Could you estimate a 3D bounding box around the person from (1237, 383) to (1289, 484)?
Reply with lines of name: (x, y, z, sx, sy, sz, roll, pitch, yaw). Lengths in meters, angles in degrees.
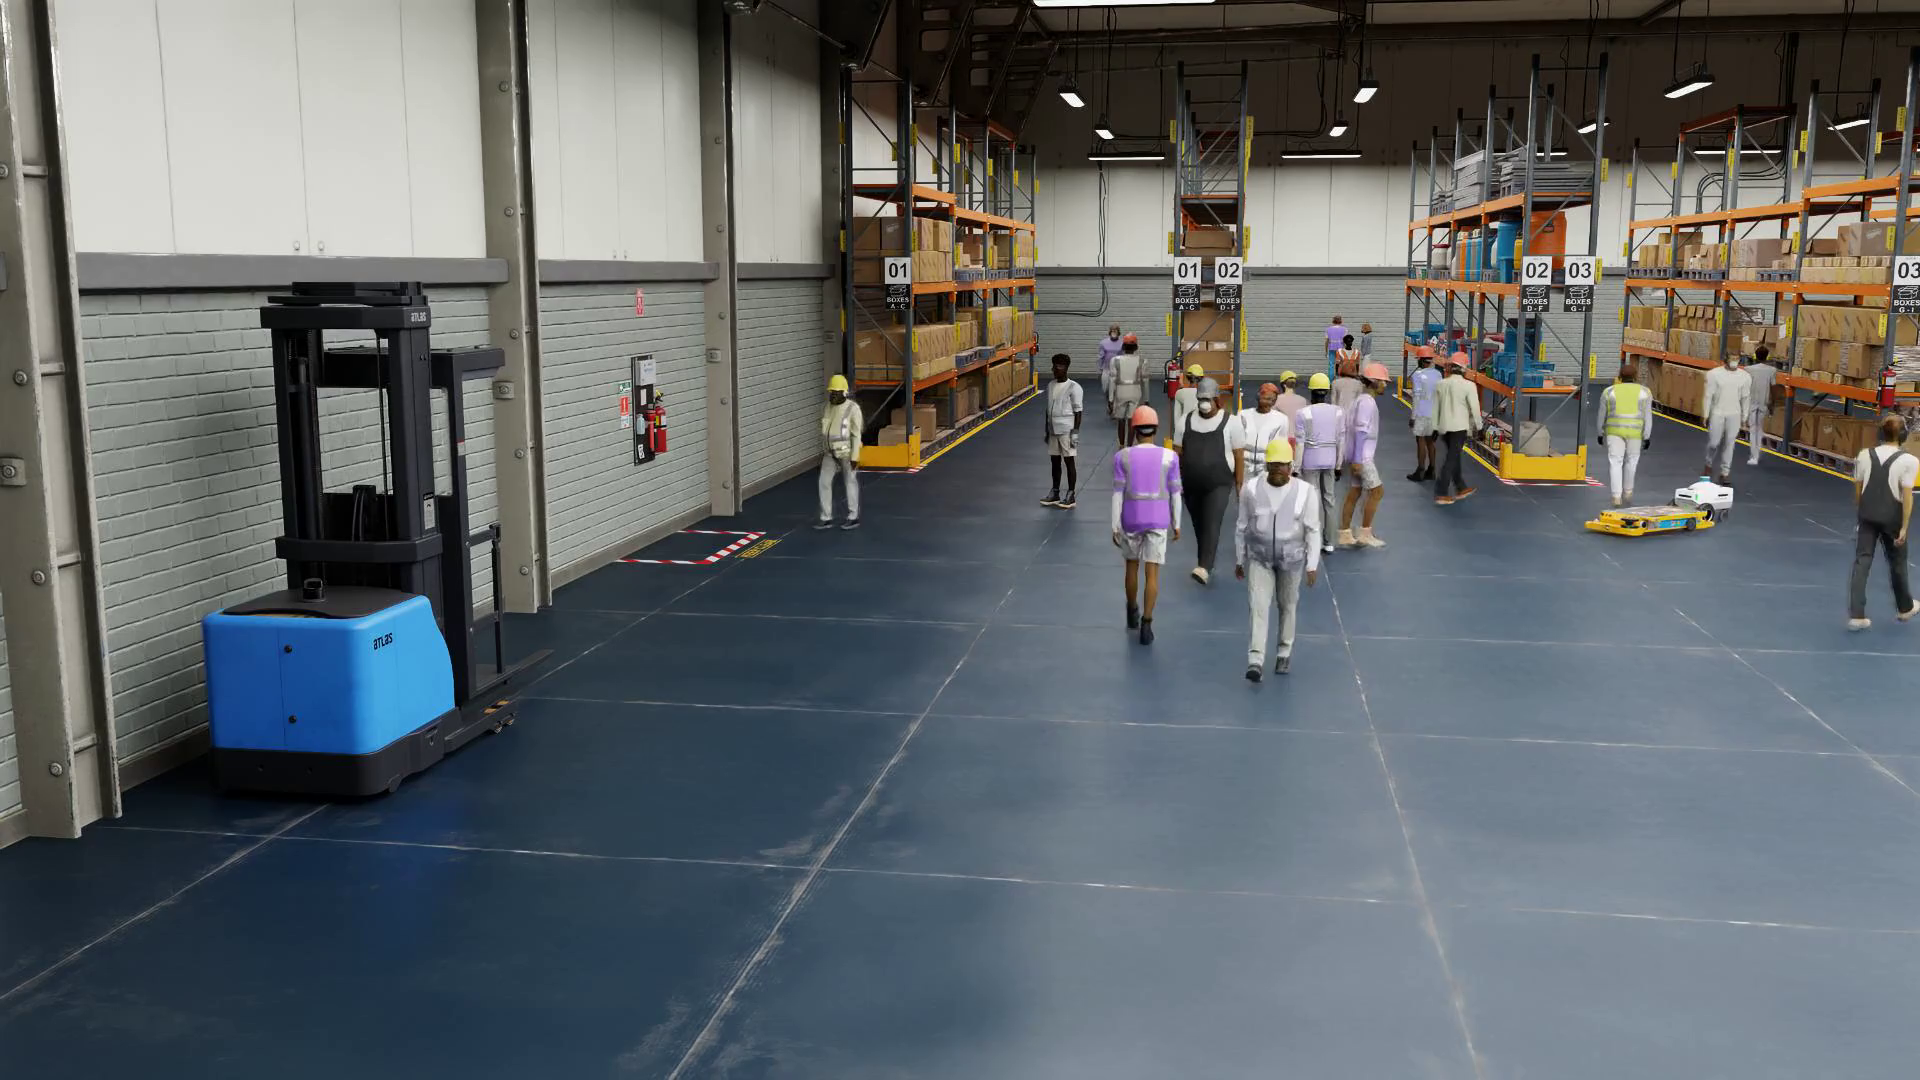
person: (3.215, -0.771, 17.763, 0.601, 1.844, 0.898, 5, 10, 27)

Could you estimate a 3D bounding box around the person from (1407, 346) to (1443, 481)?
person: (6.678, -1.829, 24.006, 0.546, 1.926, 0.419, -6, 11, -32)

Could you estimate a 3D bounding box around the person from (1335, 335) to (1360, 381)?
person: (7.992, -3.392, 34.336, 0.531, 1.698, 0.320, 0, 9, -3)

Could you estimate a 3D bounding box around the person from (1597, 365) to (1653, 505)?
person: (8.608, -1.372, 21.581, 0.654, 1.789, 0.945, 3, 10, 20)

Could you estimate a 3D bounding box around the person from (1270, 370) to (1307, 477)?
person: (4.149, -1.288, 21.218, 0.559, 1.737, 0.396, -2, 9, -12)

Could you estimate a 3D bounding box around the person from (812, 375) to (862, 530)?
person: (-1.439, -1.002, 19.247, 0.616, 1.803, 0.764, 7, 11, 36)

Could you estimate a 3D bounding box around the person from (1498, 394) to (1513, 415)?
person: (11.581, -3.611, 34.925, 0.618, 1.944, 0.396, 7, 12, 37)

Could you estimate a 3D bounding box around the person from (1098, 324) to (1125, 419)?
person: (3.130, -3.429, 33.882, 0.646, 1.920, 0.482, 3, 10, 16)

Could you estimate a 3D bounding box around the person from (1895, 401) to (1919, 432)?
person: (15.595, -2.196, 27.283, 0.528, 1.592, 0.754, 1, 9, 9)

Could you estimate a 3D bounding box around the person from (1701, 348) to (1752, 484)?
person: (10.878, -1.770, 23.633, 0.657, 1.925, 0.494, 1, 9, 7)

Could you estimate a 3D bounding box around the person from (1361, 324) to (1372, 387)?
person: (10.519, -4.785, 43.127, 0.279, 1.634, 0.498, 5, 11, 29)

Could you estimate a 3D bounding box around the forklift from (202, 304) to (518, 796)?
forklift: (-3.673, -0.038, 10.147, 1.129, 2.768, 1.873, 1, 9, 9)

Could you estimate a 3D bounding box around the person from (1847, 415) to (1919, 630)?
person: (7.857, -0.159, 14.086, 0.949, 1.799, 0.516, -8, 12, -39)

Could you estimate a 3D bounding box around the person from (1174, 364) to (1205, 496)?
person: (3.116, -1.459, 22.214, 0.533, 1.765, 0.324, 6, 11, 31)

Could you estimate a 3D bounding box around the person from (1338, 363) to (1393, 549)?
person: (4.406, -0.890, 17.957, 0.639, 2.012, 0.656, 1, 9, 6)

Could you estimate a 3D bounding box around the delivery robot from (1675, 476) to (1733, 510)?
delivery robot: (8.952, -0.522, 19.998, 0.707, 0.478, 0.477, -5, 10, -28)

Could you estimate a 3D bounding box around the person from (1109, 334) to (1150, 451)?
person: (2.708, -2.284, 26.578, 0.641, 1.991, 1.018, 1, 9, 7)

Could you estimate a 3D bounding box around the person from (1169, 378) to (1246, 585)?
person: (2.365, -0.590, 16.133, 0.702, 2.000, 1.057, 5, 10, 27)

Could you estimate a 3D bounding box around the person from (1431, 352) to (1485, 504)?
person: (6.531, -1.458, 21.627, 0.976, 1.950, 0.622, -5, 11, -30)

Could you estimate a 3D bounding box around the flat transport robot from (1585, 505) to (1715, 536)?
flat transport robot: (8.058, -0.239, 19.415, 1.431, 0.197, 0.652, -5, 10, -28)

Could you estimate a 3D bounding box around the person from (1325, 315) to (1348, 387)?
person: (9.763, -4.903, 43.198, 0.565, 1.847, 0.396, 3, 10, 17)

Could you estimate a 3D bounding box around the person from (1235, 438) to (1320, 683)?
person: (2.313, 0.152, 12.197, 0.623, 1.780, 0.940, 2, 10, 15)

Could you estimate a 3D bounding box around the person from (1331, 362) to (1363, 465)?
person: (6.036, -1.976, 25.966, 0.507, 1.580, 0.842, 2, 10, 14)

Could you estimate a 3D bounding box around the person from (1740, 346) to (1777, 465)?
person: (12.436, -2.108, 26.035, 0.509, 1.833, 0.846, 1, 9, 8)

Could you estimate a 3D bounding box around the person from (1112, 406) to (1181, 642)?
person: (1.542, -0.161, 13.773, 0.563, 1.900, 0.886, 1, 9, 8)

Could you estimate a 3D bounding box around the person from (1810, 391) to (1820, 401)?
person: (19.924, -4.128, 38.590, 0.654, 1.784, 0.693, -8, 12, -40)

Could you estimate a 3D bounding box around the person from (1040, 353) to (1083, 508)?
person: (1.298, -1.404, 21.253, 0.369, 1.967, 0.600, -8, 12, -40)

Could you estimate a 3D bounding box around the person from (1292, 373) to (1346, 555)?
person: (3.804, -0.809, 17.706, 0.584, 1.927, 0.367, -3, 10, -16)
